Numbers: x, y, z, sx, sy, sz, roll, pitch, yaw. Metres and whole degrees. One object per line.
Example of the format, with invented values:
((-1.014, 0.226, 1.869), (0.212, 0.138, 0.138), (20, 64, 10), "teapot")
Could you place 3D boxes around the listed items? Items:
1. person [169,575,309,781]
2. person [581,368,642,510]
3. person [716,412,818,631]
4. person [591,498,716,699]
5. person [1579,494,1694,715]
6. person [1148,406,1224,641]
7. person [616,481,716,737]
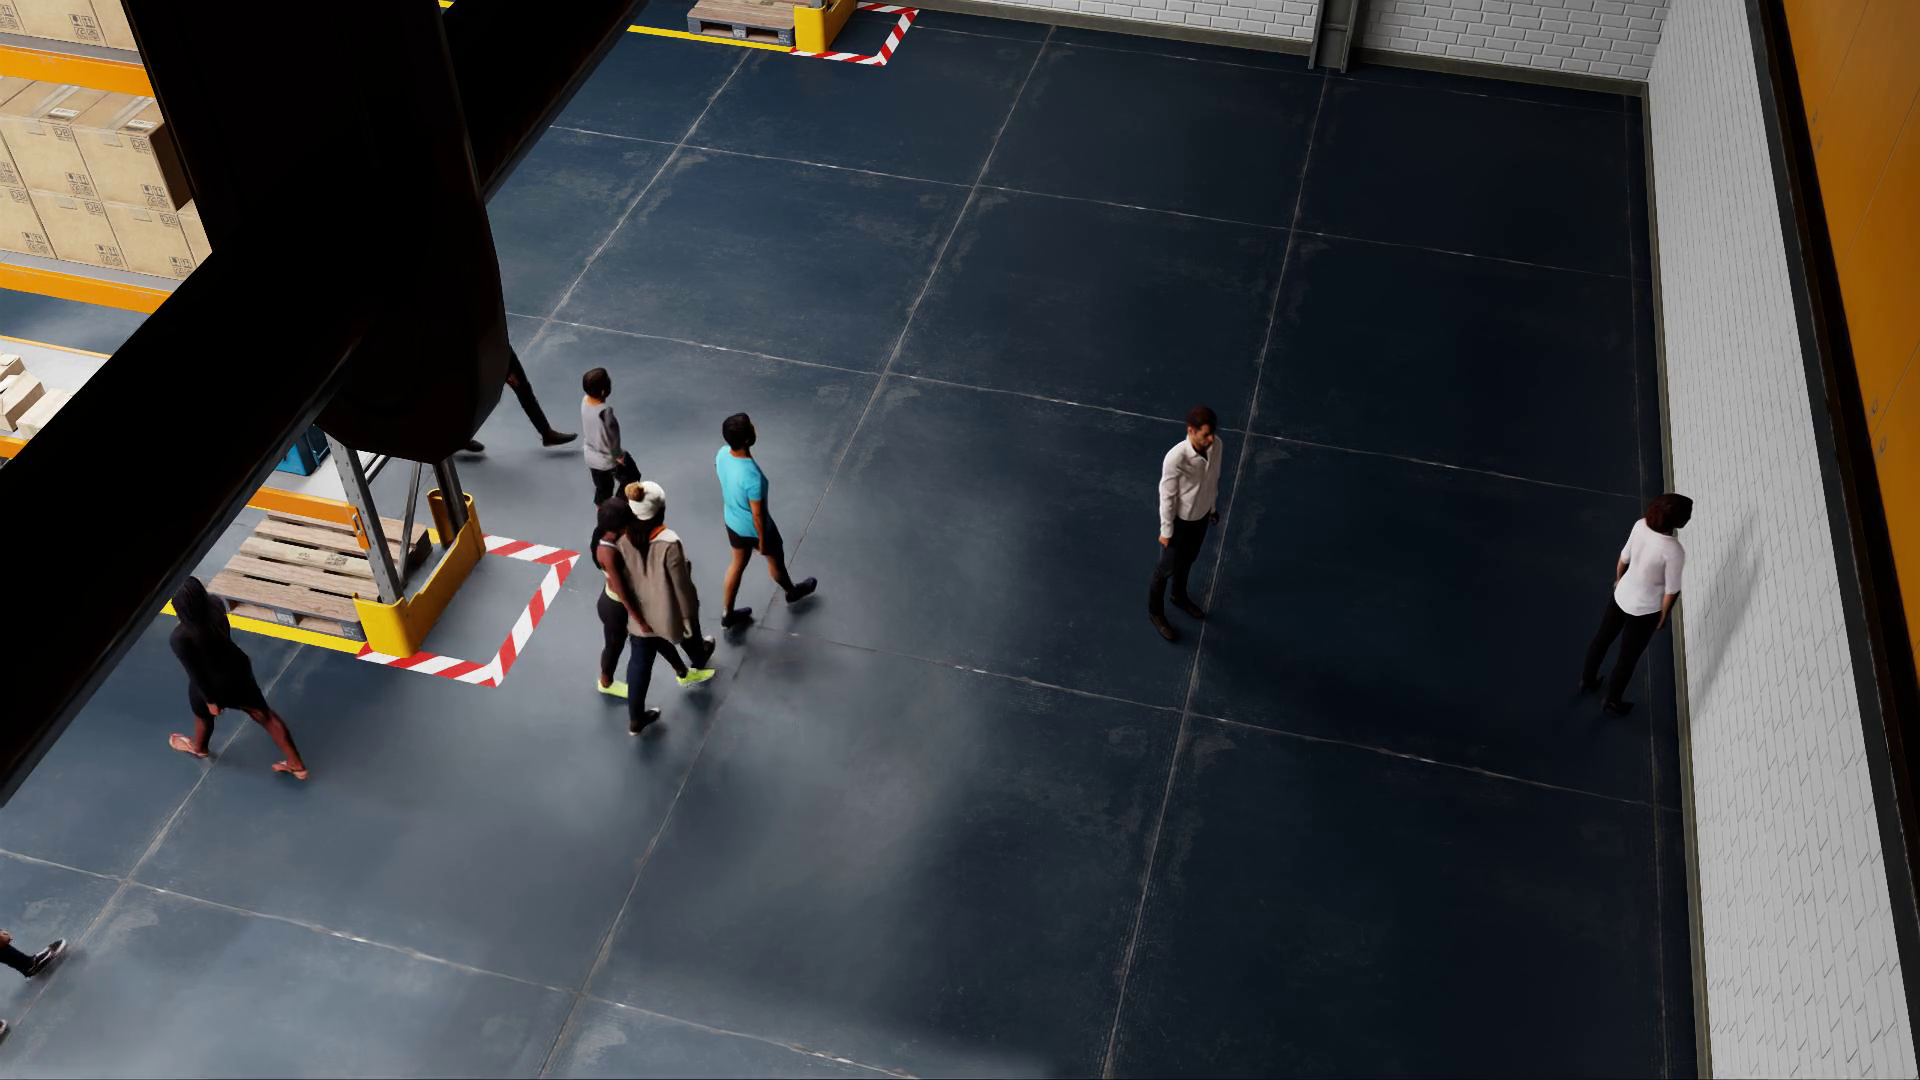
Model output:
((-4.405, 0.879, 10.144), (1.155, 1.667, 0.638), (11, 45, 12), "person")
((-2.590, -0.621, 11.879), (0.578, 1.446, 0.708), (22, 48, 21), "person")
((-1.476, -0.077, 11.090), (1.022, 1.747, 1.047), (-32, 52, -29), "person")
((-2.236, 0.419, 10.587), (1.056, 1.722, 0.702), (3, 44, 3), "person")
((4.276, 0.411, 10.544), (0.716, 1.793, 0.682), (-17, 46, -17), "person")
((1.499, -0.153, 11.080), (0.736, 1.869, 0.747), (-30, 51, -28), "person")
((-1.964, 0.456, 10.452), (1.115, 1.854, 0.786), (14, 45, 14), "person")
